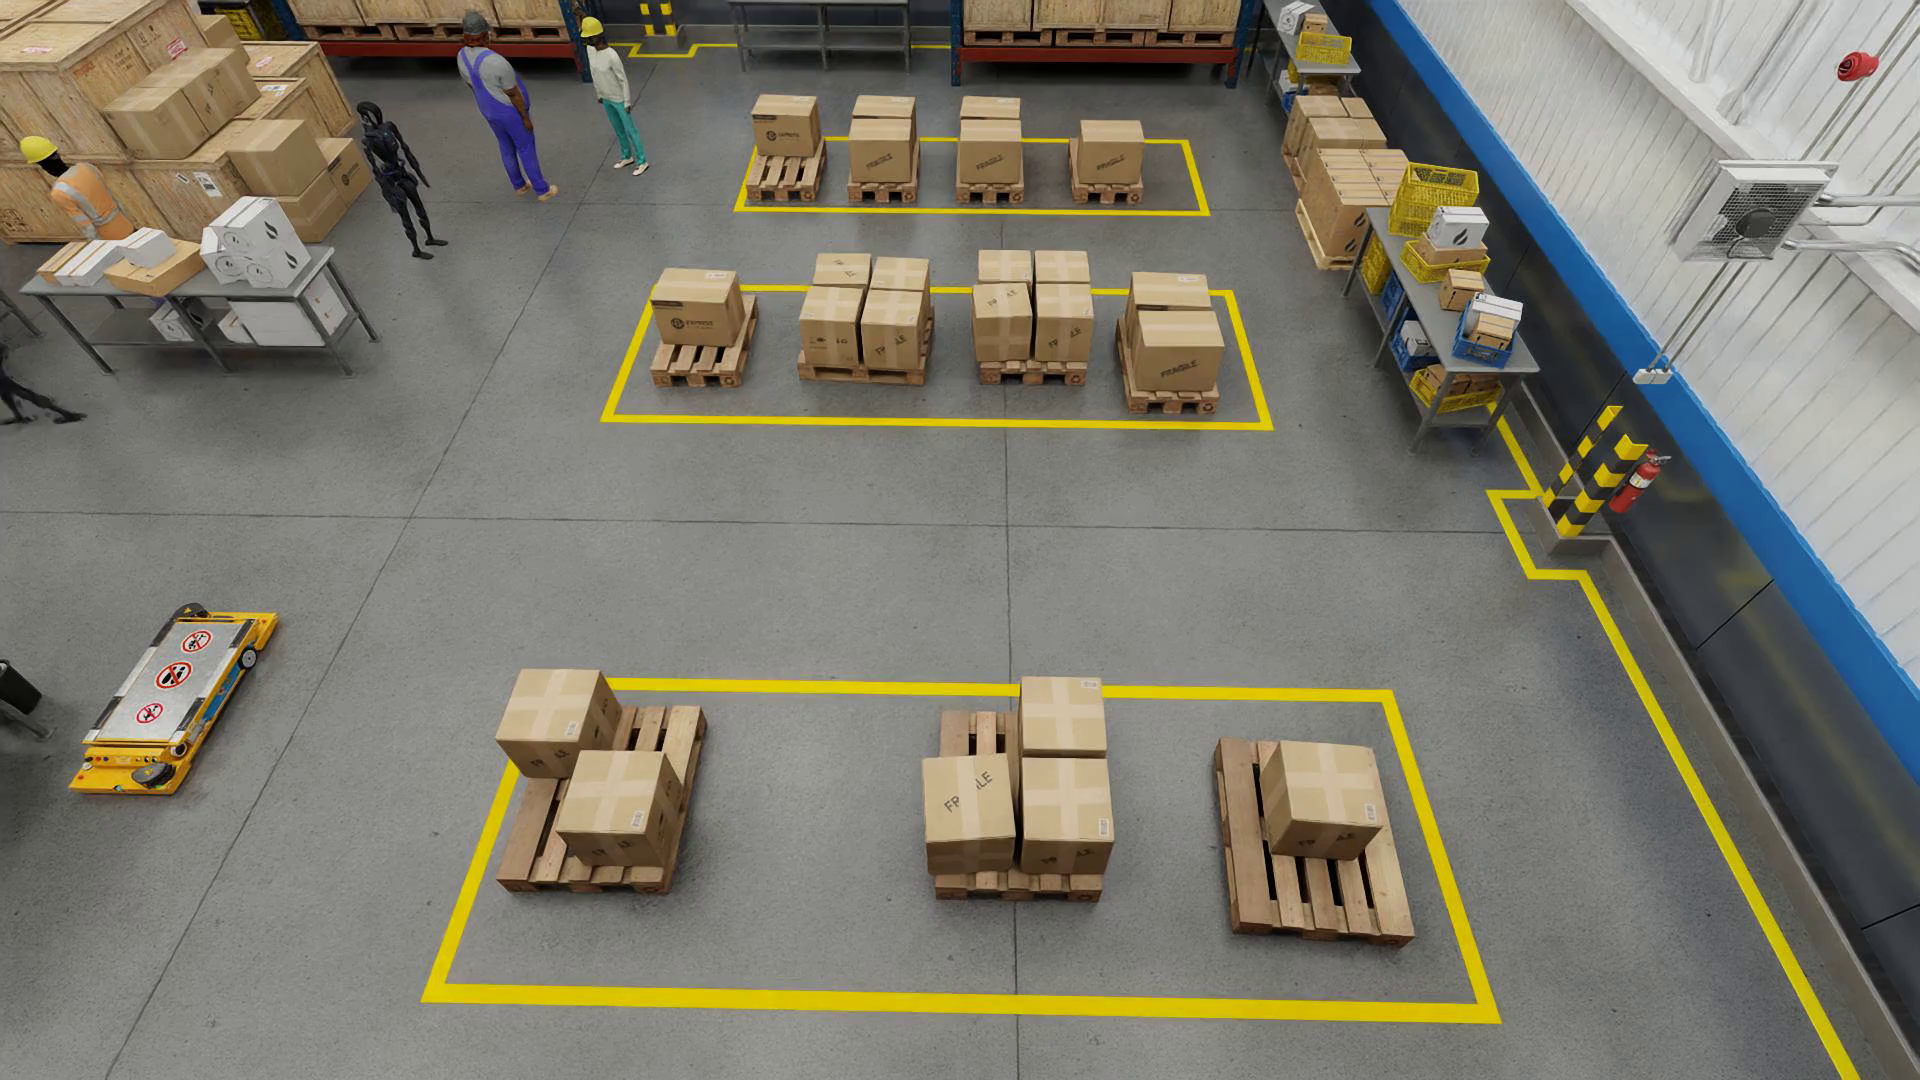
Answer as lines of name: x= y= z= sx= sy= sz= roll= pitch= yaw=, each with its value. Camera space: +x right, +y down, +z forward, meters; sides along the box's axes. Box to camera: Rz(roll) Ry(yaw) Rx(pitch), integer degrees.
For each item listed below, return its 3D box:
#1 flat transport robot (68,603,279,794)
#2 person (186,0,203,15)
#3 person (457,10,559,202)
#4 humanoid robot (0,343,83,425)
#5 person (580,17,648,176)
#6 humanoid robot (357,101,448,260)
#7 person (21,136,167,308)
flat transport robot: x=-5.504 y=1.072 z=6.442 sx=0.652 sy=0.197 sz=1.431 roll=1 pitch=50 yaw=1
person: x=-10.334 y=-6.975 z=12.156 sx=0.431 sy=1.977 sz=0.604 roll=13 pitch=51 yaw=11
person: x=-5.095 y=-4.863 z=10.322 sx=0.682 sy=2.000 sz=0.536 roll=21 pitch=53 yaw=17
humanoid robot: x=-8.411 y=-1.570 z=7.795 sx=0.706 sy=1.622 sz=0.589 roll=-15 pitch=51 yaw=-13
person: x=-4.085 y=-5.194 z=10.780 sx=0.534 sy=1.767 sz=0.314 roll=27 pitch=55 yaw=21
humanoid robot: x=-5.897 y=-3.765 z=9.628 sx=0.336 sy=1.650 sz=0.574 roll=9 pitch=50 yaw=8
person: x=-8.100 y=-2.909 z=8.747 sx=0.370 sy=1.919 sz=0.584 roll=-4 pitch=50 yaw=-3
